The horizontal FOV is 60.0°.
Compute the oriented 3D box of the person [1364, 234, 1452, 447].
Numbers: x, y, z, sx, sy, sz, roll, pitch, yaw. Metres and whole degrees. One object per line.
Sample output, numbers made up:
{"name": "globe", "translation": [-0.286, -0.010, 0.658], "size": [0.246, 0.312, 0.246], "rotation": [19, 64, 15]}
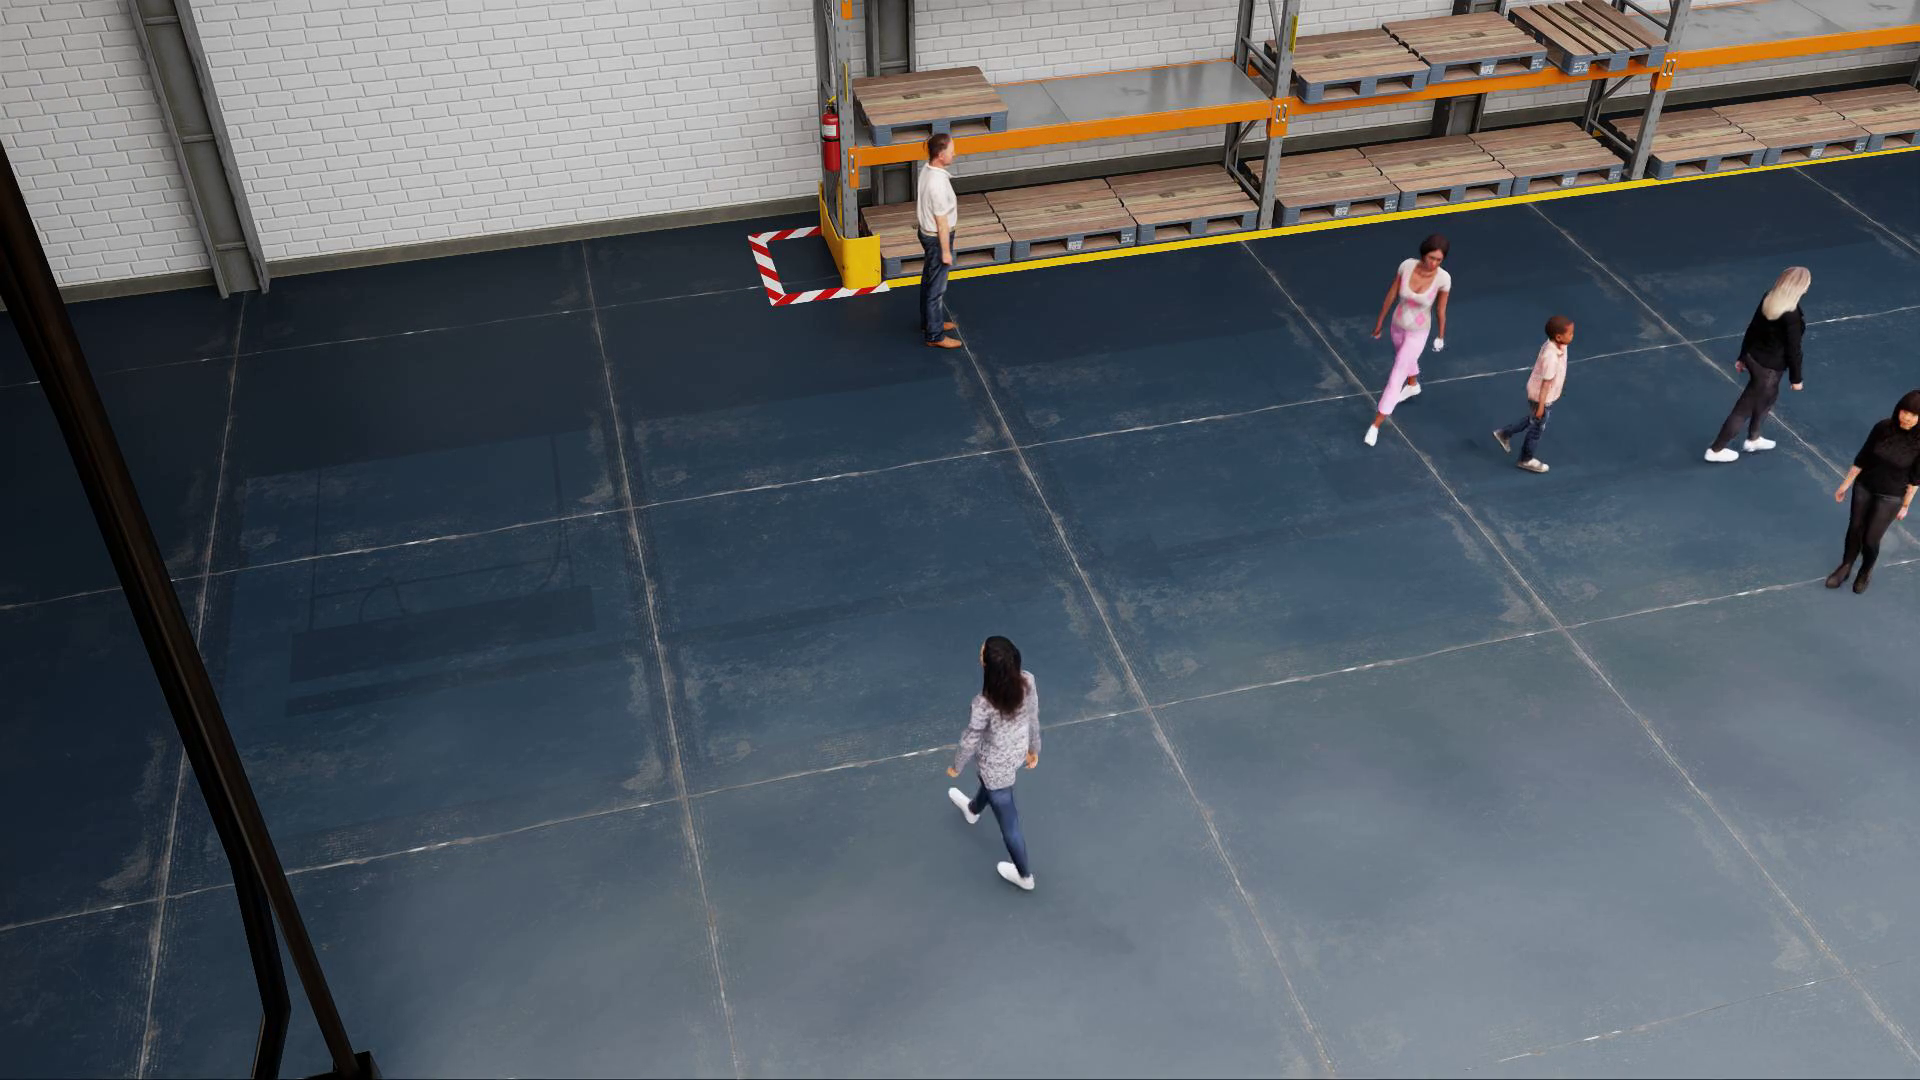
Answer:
{"name": "person", "translation": [3.495, -1.616, 12.788], "size": [1.295, 1.685, 1.068], "rotation": [-31, 48, -33]}

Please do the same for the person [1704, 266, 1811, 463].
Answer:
{"name": "person", "translation": [5.884, -1.259, 12.356], "size": [0.881, 1.666, 0.724], "rotation": [-1, 39, -1]}

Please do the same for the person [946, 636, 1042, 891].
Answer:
{"name": "person", "translation": [0.282, 1.273, 9.158], "size": [1.095, 1.700, 1.004], "rotation": [-31, 48, -32]}

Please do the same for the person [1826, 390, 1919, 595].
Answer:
{"name": "person", "translation": [6.255, -0.357, 11.256], "size": [0.698, 1.628, 0.672], "rotation": [-27, 46, -30]}

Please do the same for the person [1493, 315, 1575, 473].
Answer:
{"name": "person", "translation": [4.304, -1.117, 12.472], "size": [0.780, 1.299, 0.694], "rotation": [14, 41, 16]}

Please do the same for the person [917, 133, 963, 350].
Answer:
{"name": "person", "translation": [-0.211, -2.482, 13.739], "size": [0.600, 1.851, 0.681], "rotation": [-5, 39, -7]}
